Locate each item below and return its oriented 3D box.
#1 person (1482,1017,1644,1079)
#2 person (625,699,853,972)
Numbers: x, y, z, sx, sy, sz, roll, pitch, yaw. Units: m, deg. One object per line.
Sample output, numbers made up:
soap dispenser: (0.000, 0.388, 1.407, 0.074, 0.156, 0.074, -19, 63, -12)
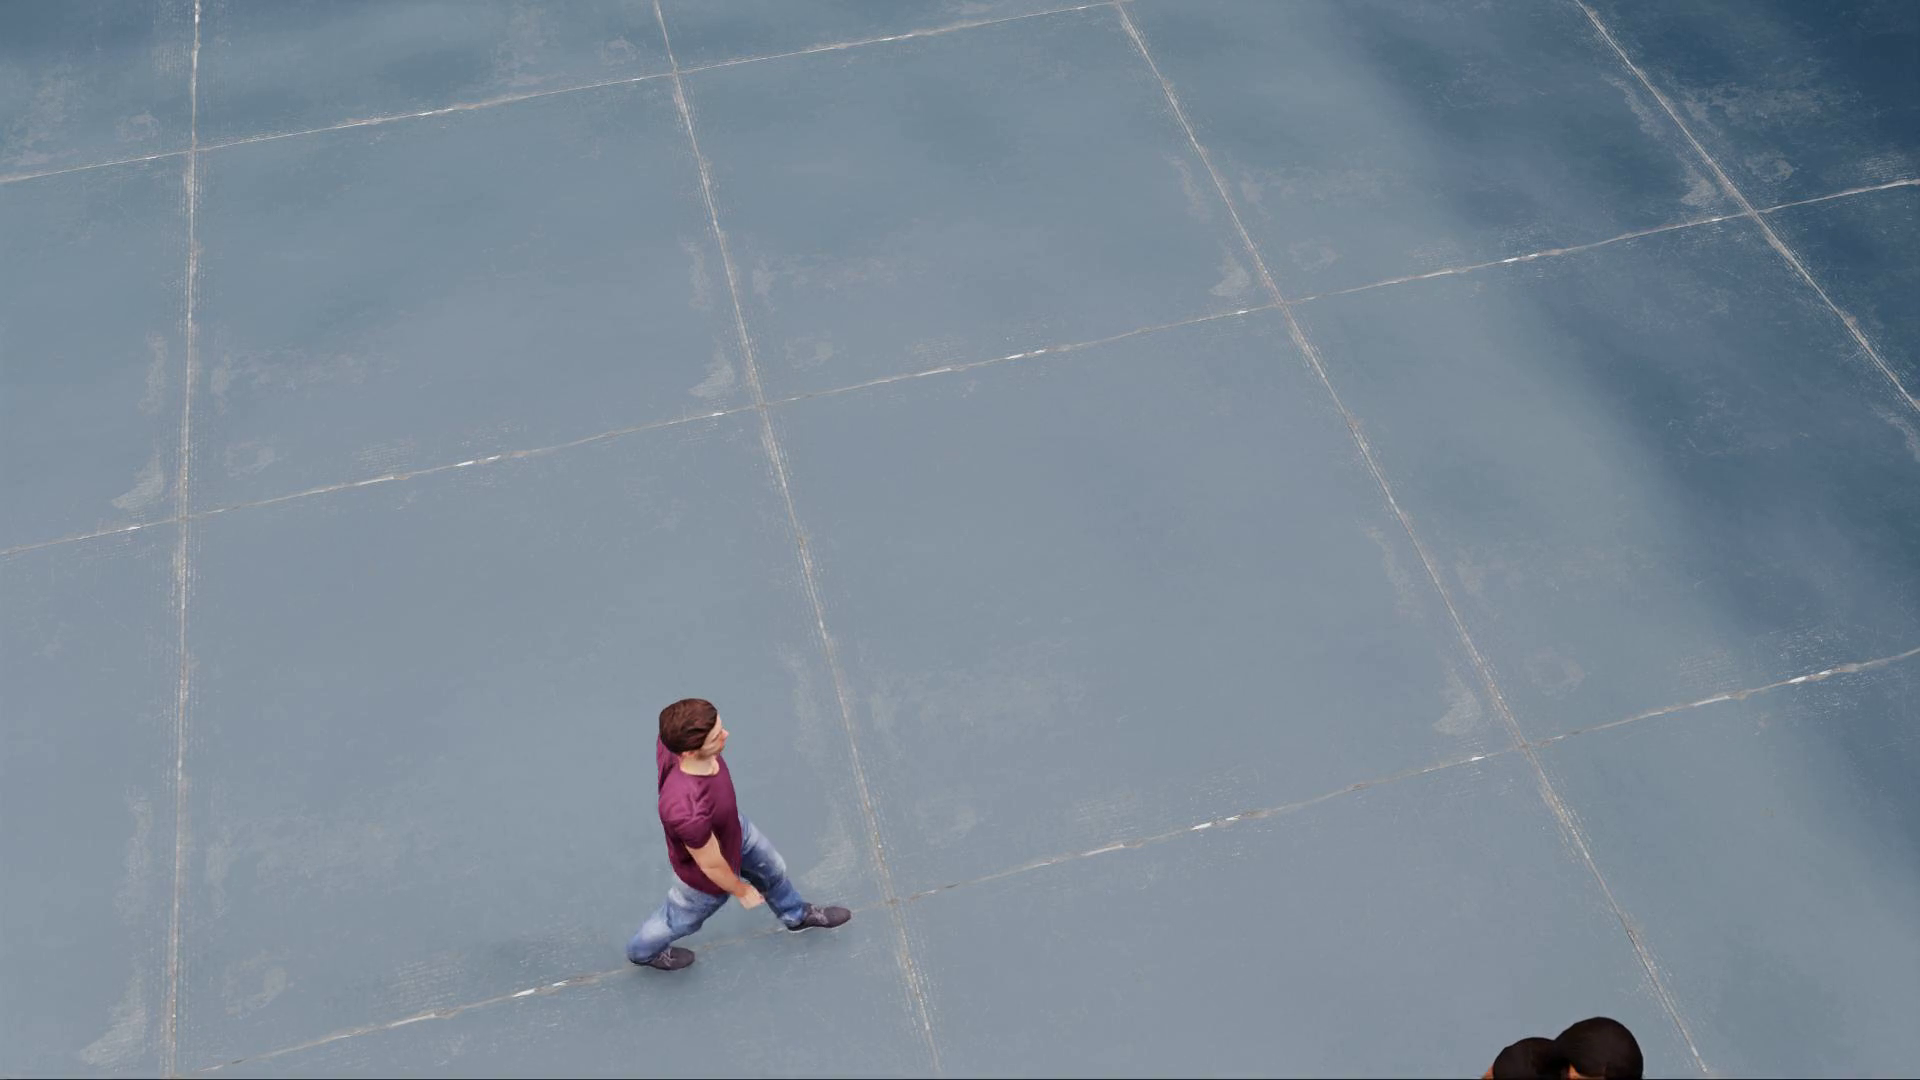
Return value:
person: (1.924, 2.041, 5.644, 0.743, 1.855, 0.757, 10, 53, 8)
person: (-1.045, 1.195, 6.329, 0.863, 1.809, 1.161, -4, 52, -3)
